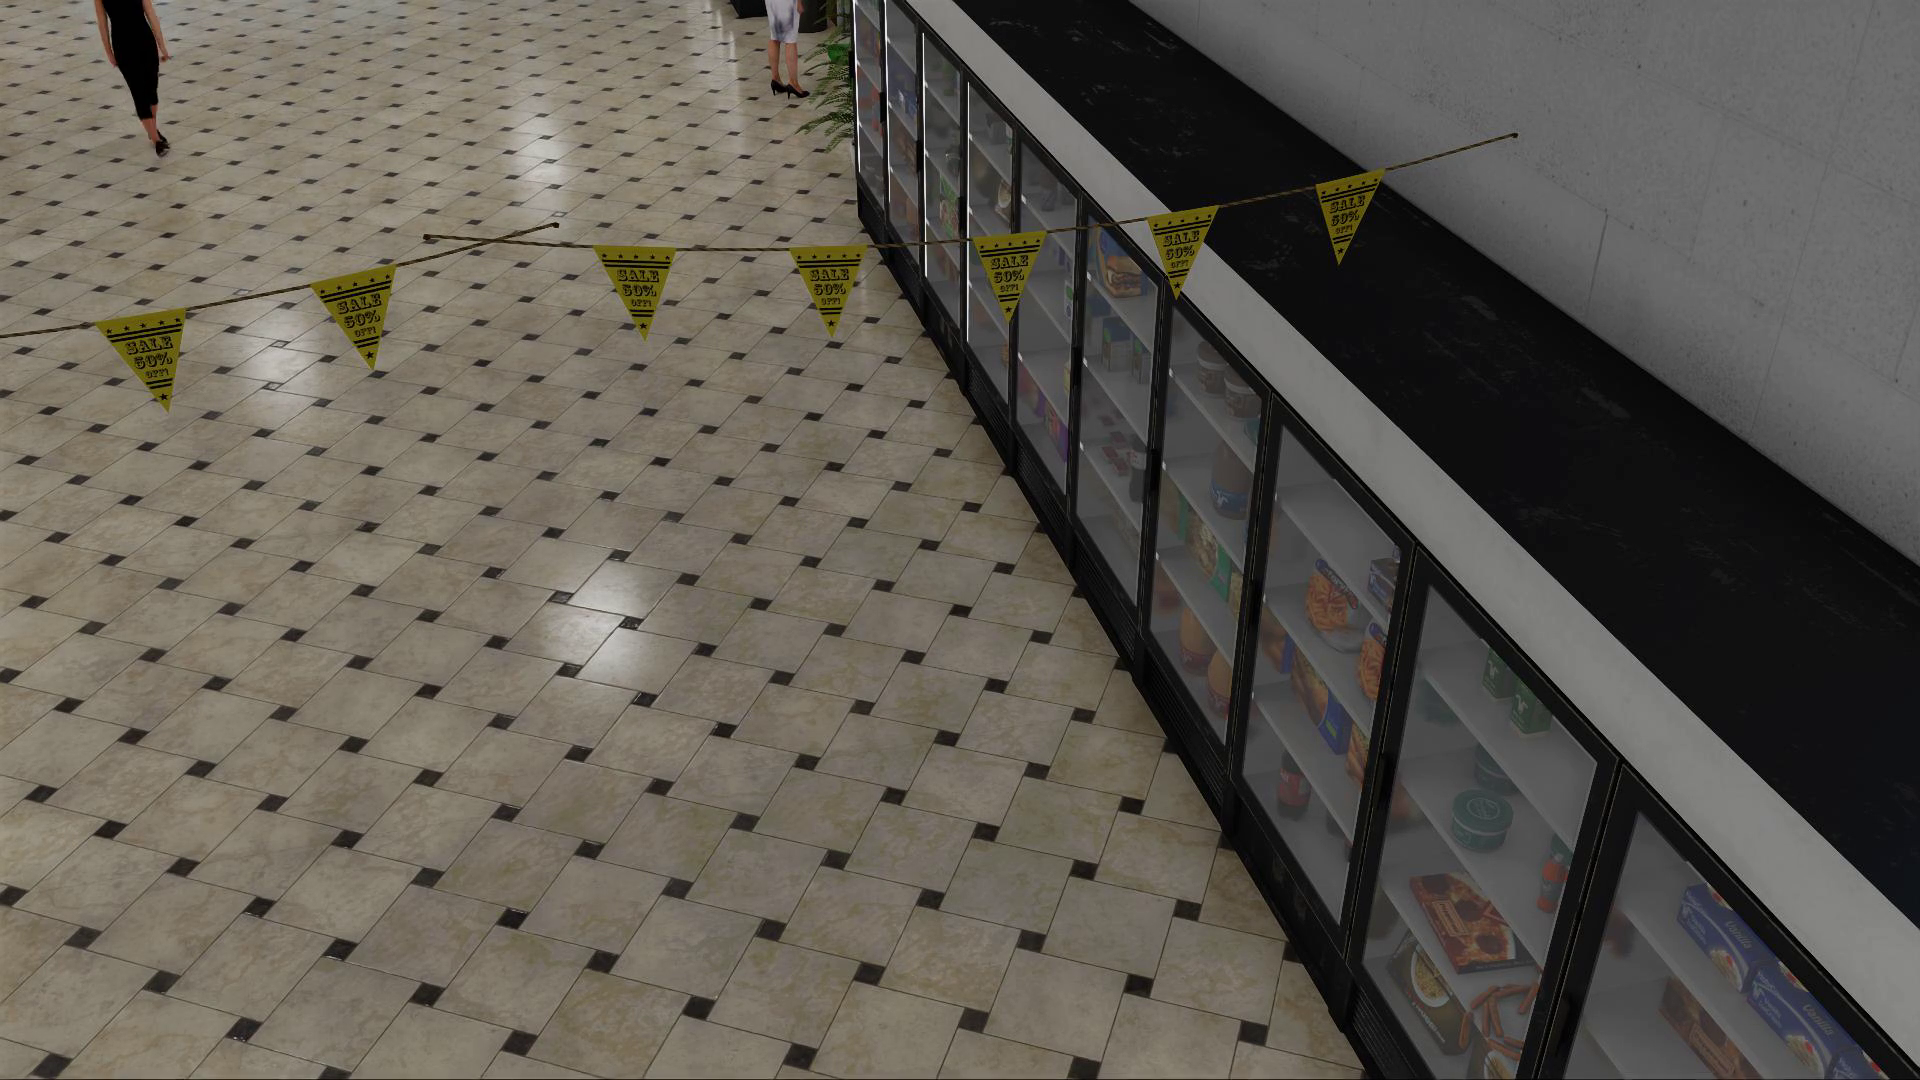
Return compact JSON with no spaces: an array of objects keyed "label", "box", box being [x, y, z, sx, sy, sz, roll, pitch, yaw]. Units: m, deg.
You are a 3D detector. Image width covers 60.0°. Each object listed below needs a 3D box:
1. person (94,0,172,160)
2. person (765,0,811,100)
[{"label":"person","box":[-6.686,-3.986,13.458,1.093,1.687,0.936,-24,39,-33]},{"label":"person","box":[-1.574,-4.806,14.715,0.640,1.752,0.672,23,39,33]}]
